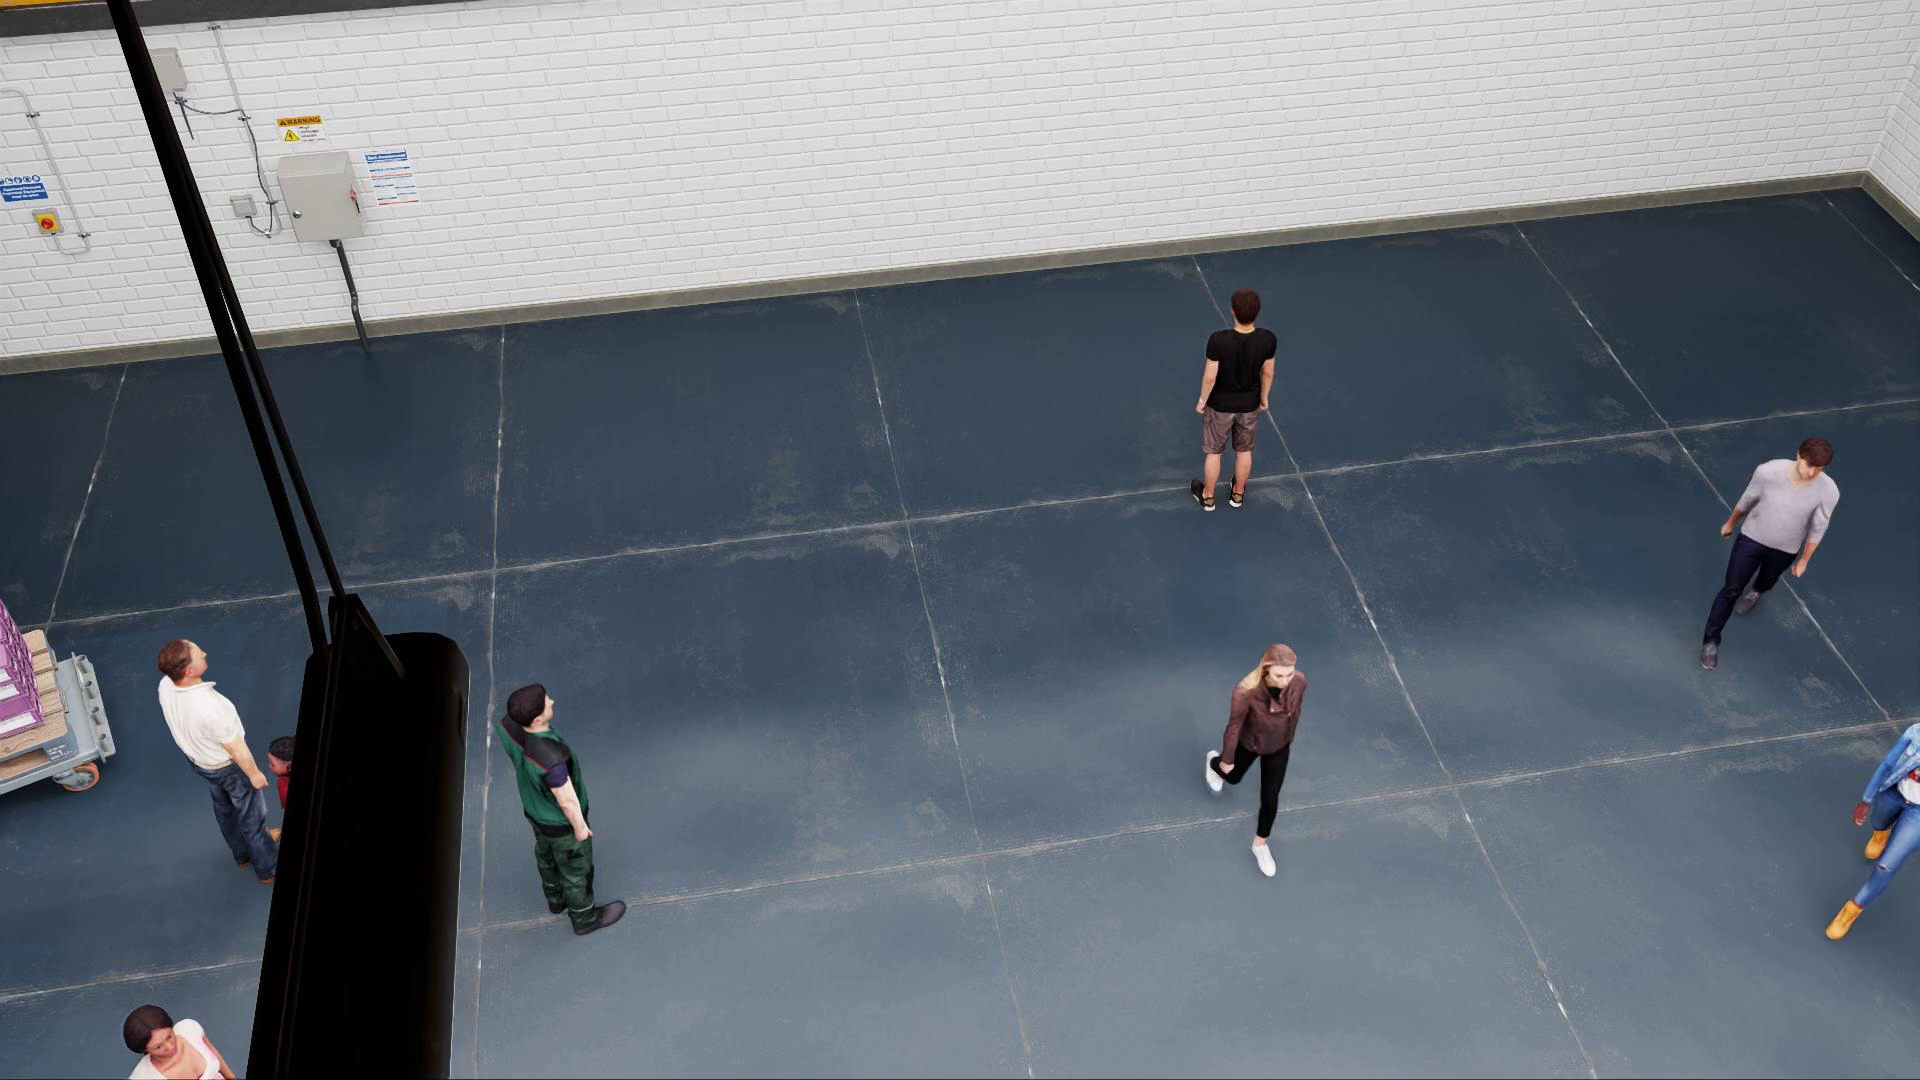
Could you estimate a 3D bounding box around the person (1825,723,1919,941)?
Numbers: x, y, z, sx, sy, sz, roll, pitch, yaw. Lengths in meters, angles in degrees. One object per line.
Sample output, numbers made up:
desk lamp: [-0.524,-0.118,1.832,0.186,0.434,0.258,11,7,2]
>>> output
person: [5.309,1.443,9.283,1.085,1.673,1.169,-33,53,-30]

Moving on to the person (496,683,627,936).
person: [-2.222,1.462,9.099,0.723,1.899,0.830,34,53,31]

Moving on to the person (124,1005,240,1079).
person: [-3.580,2.724,7.888,0.723,1.741,0.616,15,46,15]

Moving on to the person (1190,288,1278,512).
person: [1.919,-0.972,11.681,0.680,1.861,0.588,-4,44,-5]

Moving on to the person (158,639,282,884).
person: [-4.171,1.247,9.358,0.733,1.853,0.799,27,50,25]

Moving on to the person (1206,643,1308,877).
person: [1.694,1.131,9.607,0.680,1.677,1.087,-10,45,-10]

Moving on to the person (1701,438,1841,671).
person: [5.261,-0.050,10.761,1.183,1.796,1.303,24,49,24]
